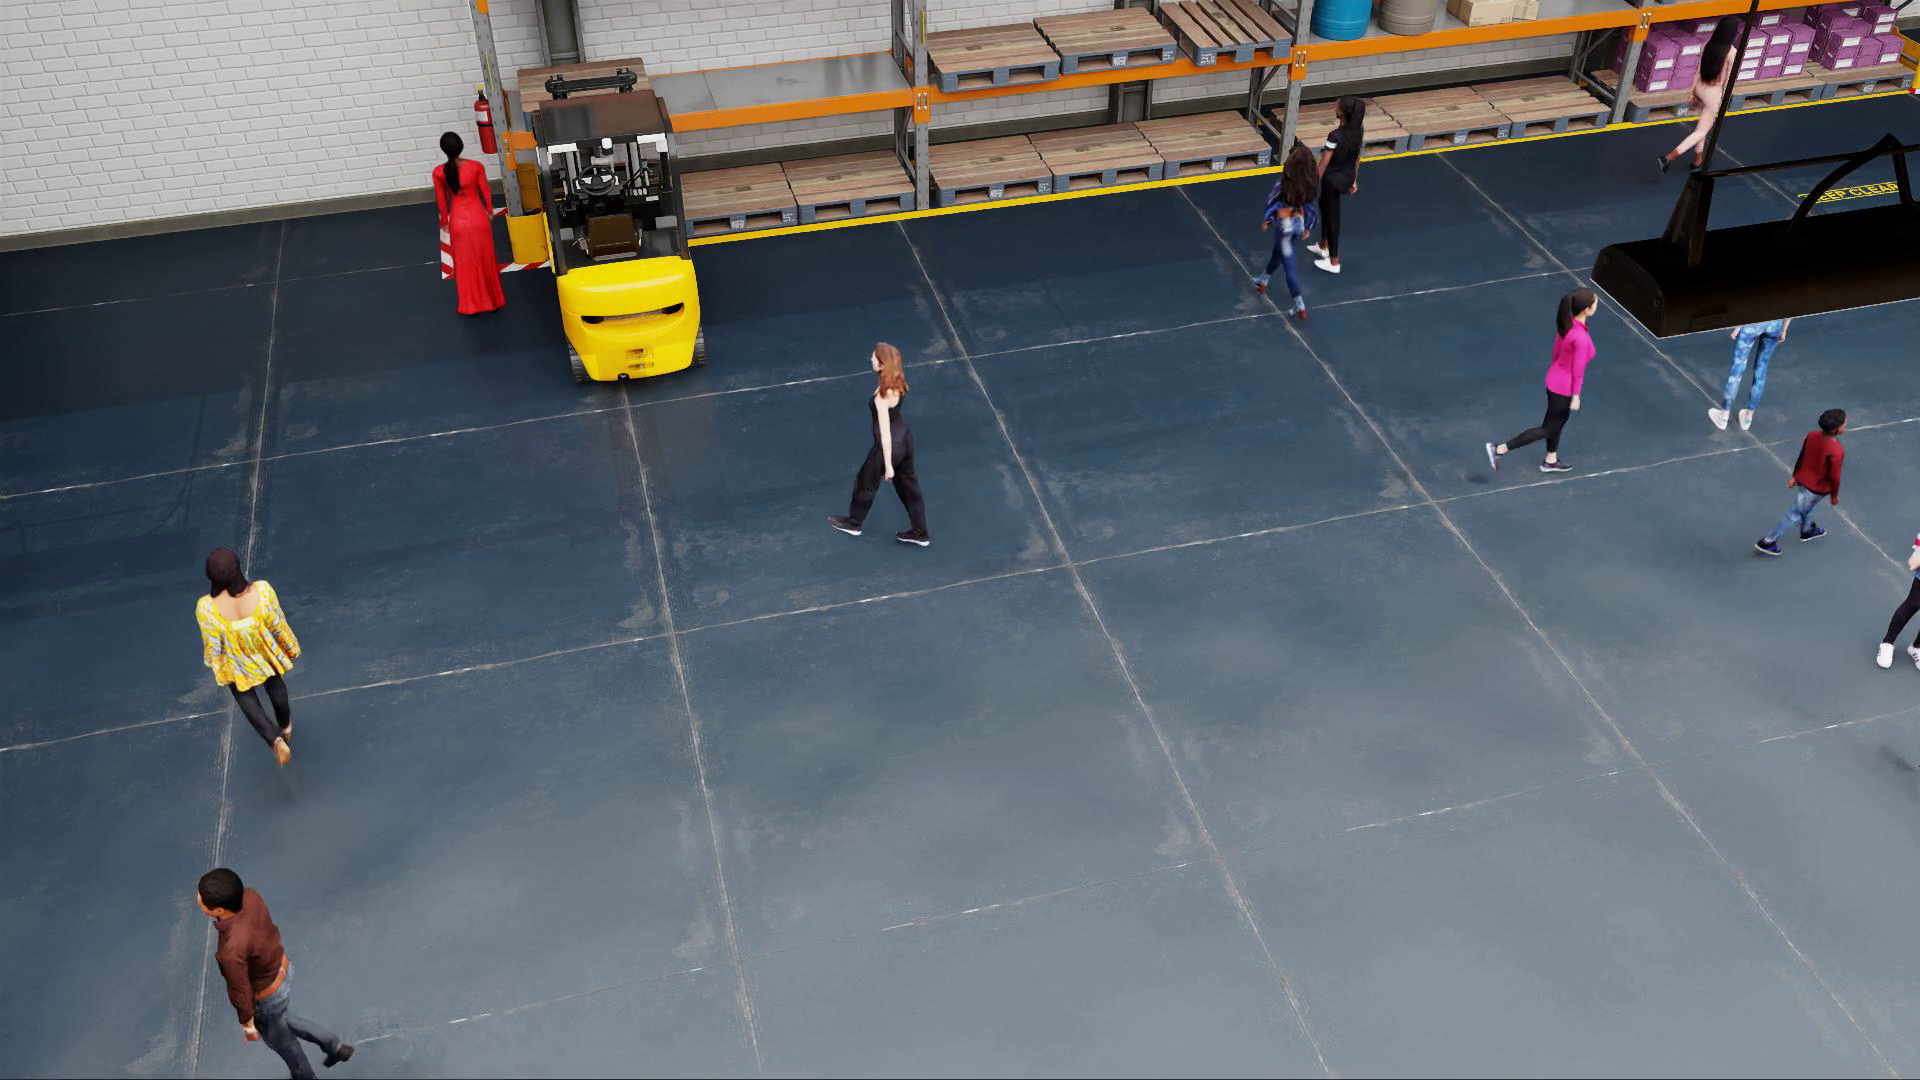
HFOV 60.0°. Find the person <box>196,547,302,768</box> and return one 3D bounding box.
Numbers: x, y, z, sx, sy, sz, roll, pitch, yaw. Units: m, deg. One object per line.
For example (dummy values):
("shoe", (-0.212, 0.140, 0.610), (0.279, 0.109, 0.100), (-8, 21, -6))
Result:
("person", (-4.450, 0.793, 10.497), (0.925, 1.584, 0.940), (-24, 45, -27))

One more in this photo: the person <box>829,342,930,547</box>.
("person", (-0.410, -0.657, 12.212), (1.107, 1.710, 0.937), (11, 40, 13))

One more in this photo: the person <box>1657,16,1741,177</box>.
("person", (7.607, -4.498, 17.031), (1.110, 1.699, 0.731), (-16, 41, -19))

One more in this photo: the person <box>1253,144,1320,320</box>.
("person", (2.982, -2.729, 14.909), (1.032, 1.581, 0.794), (-16, 41, -19))

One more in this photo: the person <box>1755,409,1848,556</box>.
("person", (6.240, -0.405, 12.276), (0.877, 1.236, 0.565), (-6, 39, -8))

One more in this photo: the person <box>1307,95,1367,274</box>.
("person", (3.572, -3.285, 15.496), (0.798, 1.718, 0.854), (-32, 48, -33))

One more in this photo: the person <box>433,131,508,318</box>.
("person", (-4.377, -2.800, 14.842), (0.514, 1.786, 0.725), (-12, 40, -15))

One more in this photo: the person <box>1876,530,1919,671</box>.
("person", (6.643, 0.124, 11.155), (0.629, 1.809, 0.782), (8, 39, 10))

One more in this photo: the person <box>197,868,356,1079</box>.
("person", (-3.459, 2.274, 8.492), (0.756, 1.773, 0.717), (-4, 39, -5))

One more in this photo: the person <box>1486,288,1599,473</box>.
("person", (4.579, -1.182, 12.901), (1.059, 1.680, 0.756), (0, 39, 0))
